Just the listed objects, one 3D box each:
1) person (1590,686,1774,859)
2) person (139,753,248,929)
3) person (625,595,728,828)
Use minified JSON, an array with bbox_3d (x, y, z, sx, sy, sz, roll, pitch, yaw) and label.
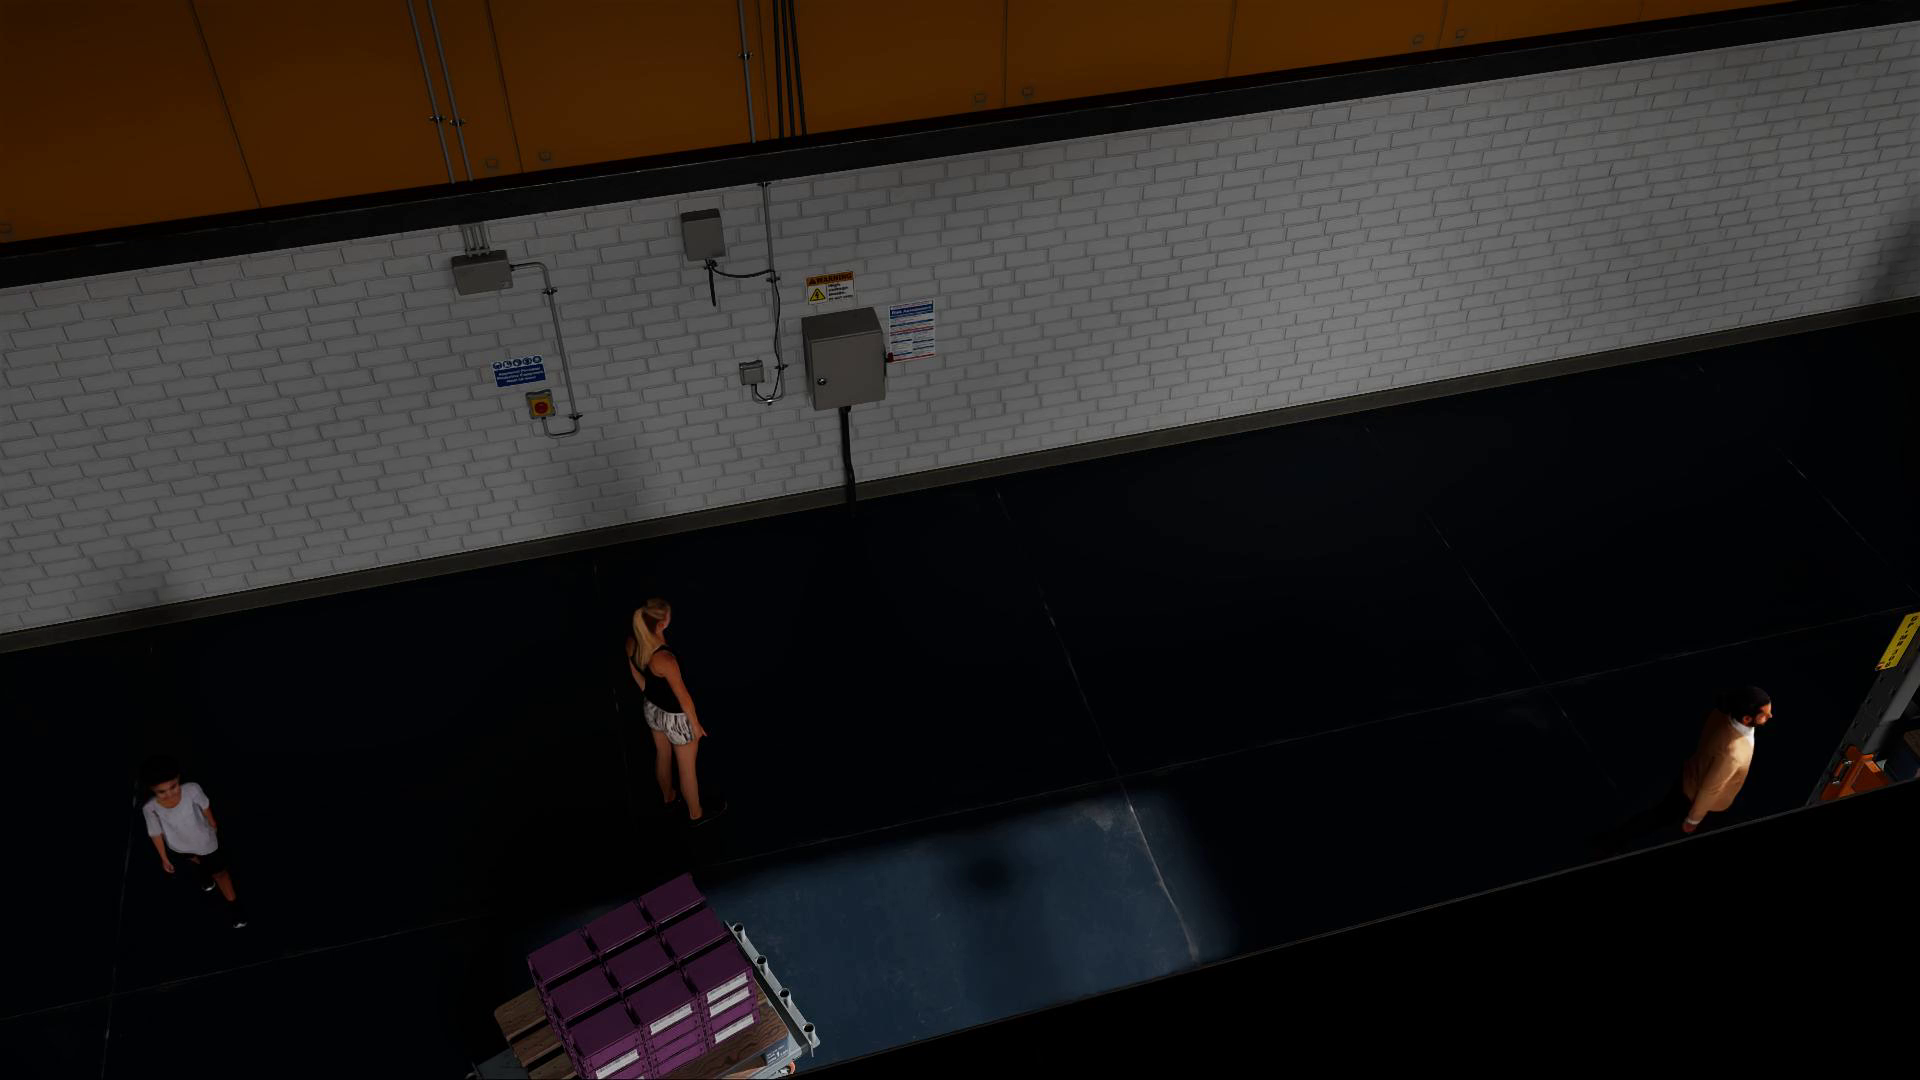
[{"bbox_3d":[4.104,1.406,9.366,1.117,1.719,1.178,13,45,13],"label":"person"},{"bbox_3d":[-4.427,1.631,9.491,0.630,1.219,0.917,-20,47,-20],"label":"person"},{"bbox_3d":[-1.704,0.994,9.704,0.653,1.849,0.744,30,51,28],"label":"person"}]
